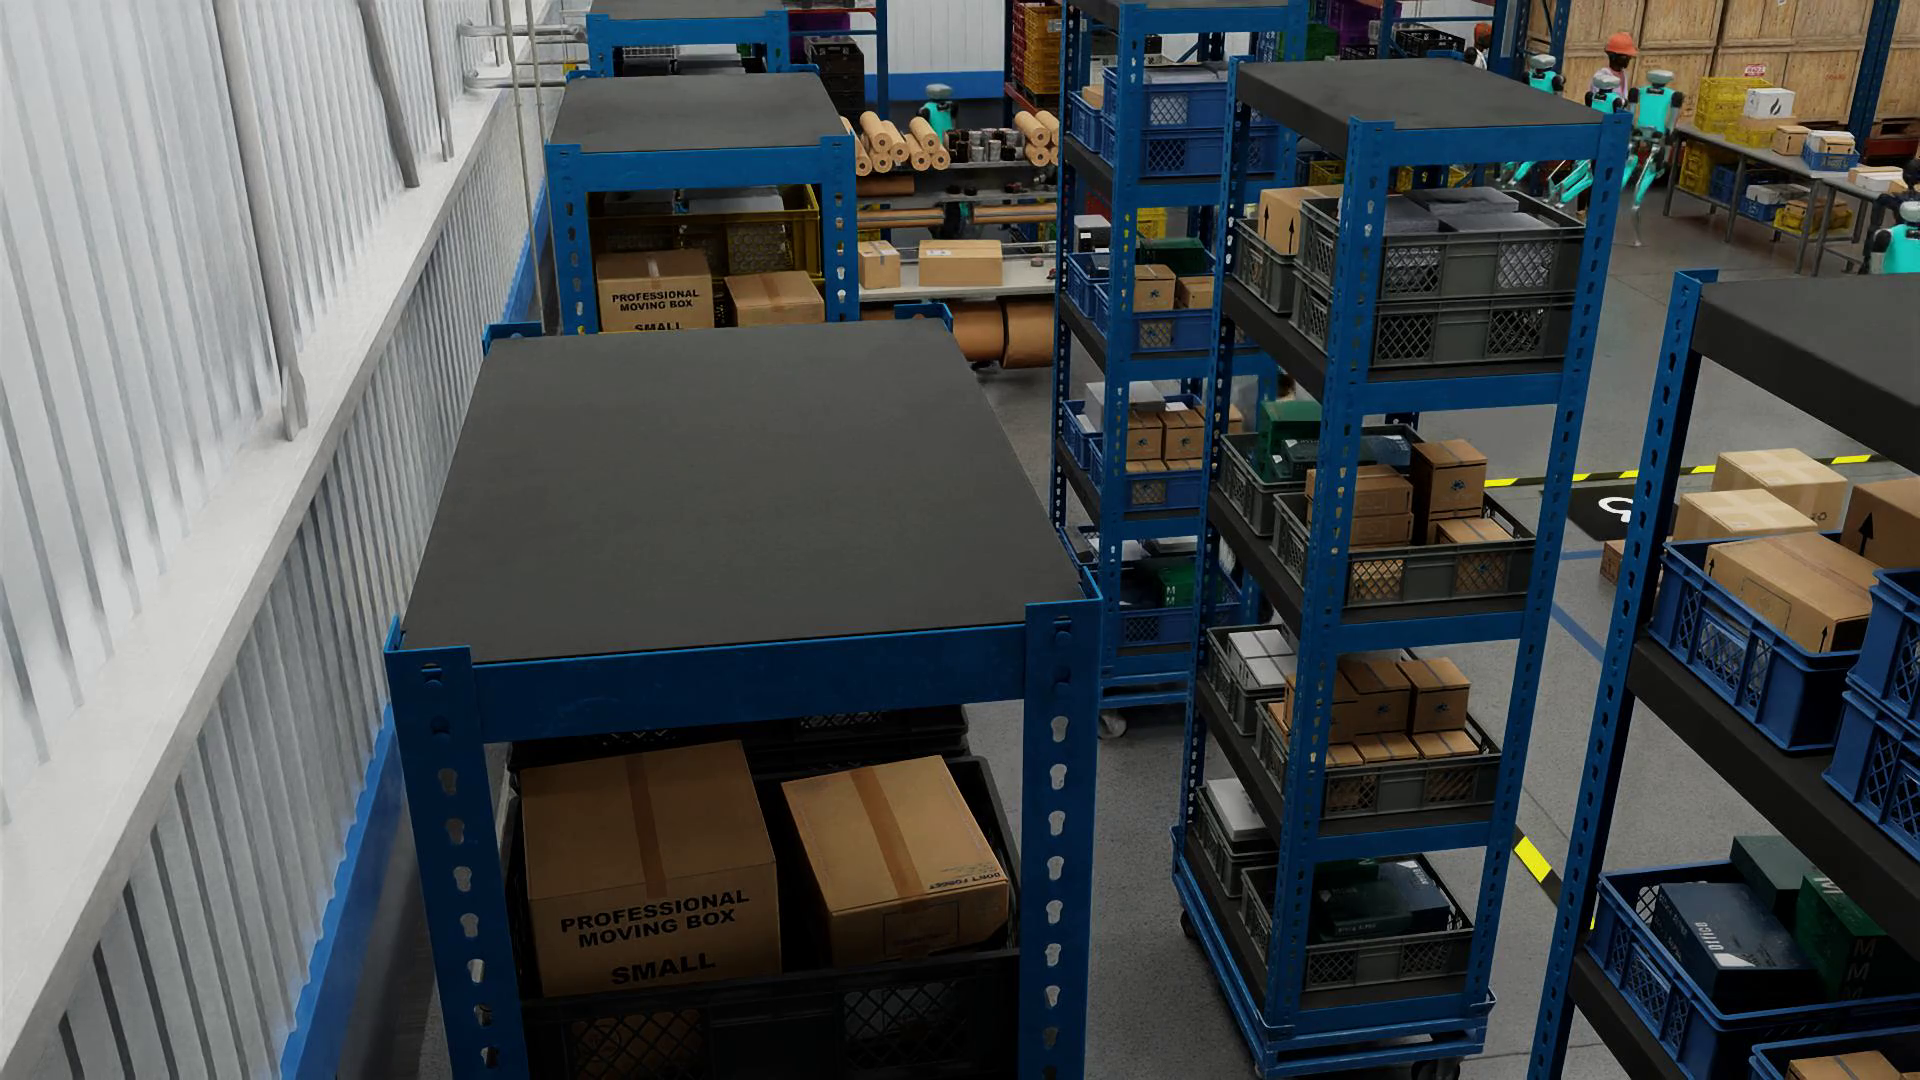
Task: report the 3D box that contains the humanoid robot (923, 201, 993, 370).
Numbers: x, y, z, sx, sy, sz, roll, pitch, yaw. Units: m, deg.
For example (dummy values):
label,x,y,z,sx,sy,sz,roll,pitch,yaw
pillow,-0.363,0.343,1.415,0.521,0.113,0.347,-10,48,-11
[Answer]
label,x,y,z,sx,sy,sz,roll,pitch,yaw
humanoid robot,-0.101,-2.160,13.387,0.788,1.637,0.611,6,25,14

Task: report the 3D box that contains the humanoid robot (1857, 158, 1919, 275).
label,x,y,z,sx,sy,sz,roll,pitch,yaw
humanoid robot,7.651,-2.255,13.524,0.584,1.645,0.403,8,26,16

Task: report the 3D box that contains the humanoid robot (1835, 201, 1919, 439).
label,x,y,z,sx,sy,sz,roll,pitch,yaw
humanoid robot,6.640,-1.427,11.665,0.541,1.789,0.836,0,25,1

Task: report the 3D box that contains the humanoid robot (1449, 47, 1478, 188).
label,x,y,z,sx,sy,sz,roll,pitch,yaw
humanoid robot,5.757,-4.799,19.074,0.596,1.660,0.613,2,25,5

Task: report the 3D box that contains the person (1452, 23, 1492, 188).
label,x,y,z,sx,sy,sz,roll,pitch,yaw
person,5.927,-5.005,19.245,0.357,1.886,0.573,5,25,10

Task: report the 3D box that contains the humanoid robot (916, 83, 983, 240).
label,x,y,z,sx,sy,sz,roll,pitch,yaw
humanoid robot,-0.024,-3.517,16.029,0.734,1.679,0.533,19,31,36

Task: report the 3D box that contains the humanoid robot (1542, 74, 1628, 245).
label,x,y,z,sx,sy,sz,roll,pitch,yaw
humanoid robot,6.148,-3.760,16.593,0.735,1.691,0.531,-8,26,-18

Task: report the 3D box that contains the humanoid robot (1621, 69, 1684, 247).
label,x,y,z,sx,sy,sz,roll,pitch,yaw
humanoid robot,6.855,-3.792,16.815,0.543,1.797,0.822,15,29,30

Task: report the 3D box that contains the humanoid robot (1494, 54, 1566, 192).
label,x,y,z,sx,sy,sz,roll,pitch,yaw
humanoid robot,5.984,-4.238,17.708,0.667,1.768,0.542,-13,28,-27

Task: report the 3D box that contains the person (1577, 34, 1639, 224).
label,x,y,z,sx,sy,sz,roll,pitch,yaw
person,6.798,-4.261,17.460,0.606,2.036,0.425,-22,32,-39

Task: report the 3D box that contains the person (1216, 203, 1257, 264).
label,x,y,z,sx,sy,sz,roll,pitch,yaw
person,2.499,-3.001,14.940,0.431,1.845,0.622,1,25,2

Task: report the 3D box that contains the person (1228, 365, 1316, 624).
label,x,y,z,sx,sy,sz,roll,pitch,yaw
person,1.648,-0.208,8.868,0.620,1.837,0.422,-2,25,-5

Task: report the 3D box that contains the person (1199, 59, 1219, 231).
label,x,y,z,sx,sy,sz,roll,pitch,yaw
person,2.656,-4.091,17.348,0.619,1.808,0.581,-12,27,-24

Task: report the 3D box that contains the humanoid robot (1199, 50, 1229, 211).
label,x,y,z,sx,sy,sz,roll,pitch,yaw
humanoid robot,2.495,-4.471,18.290,0.839,1.781,0.531,-3,25,-6
